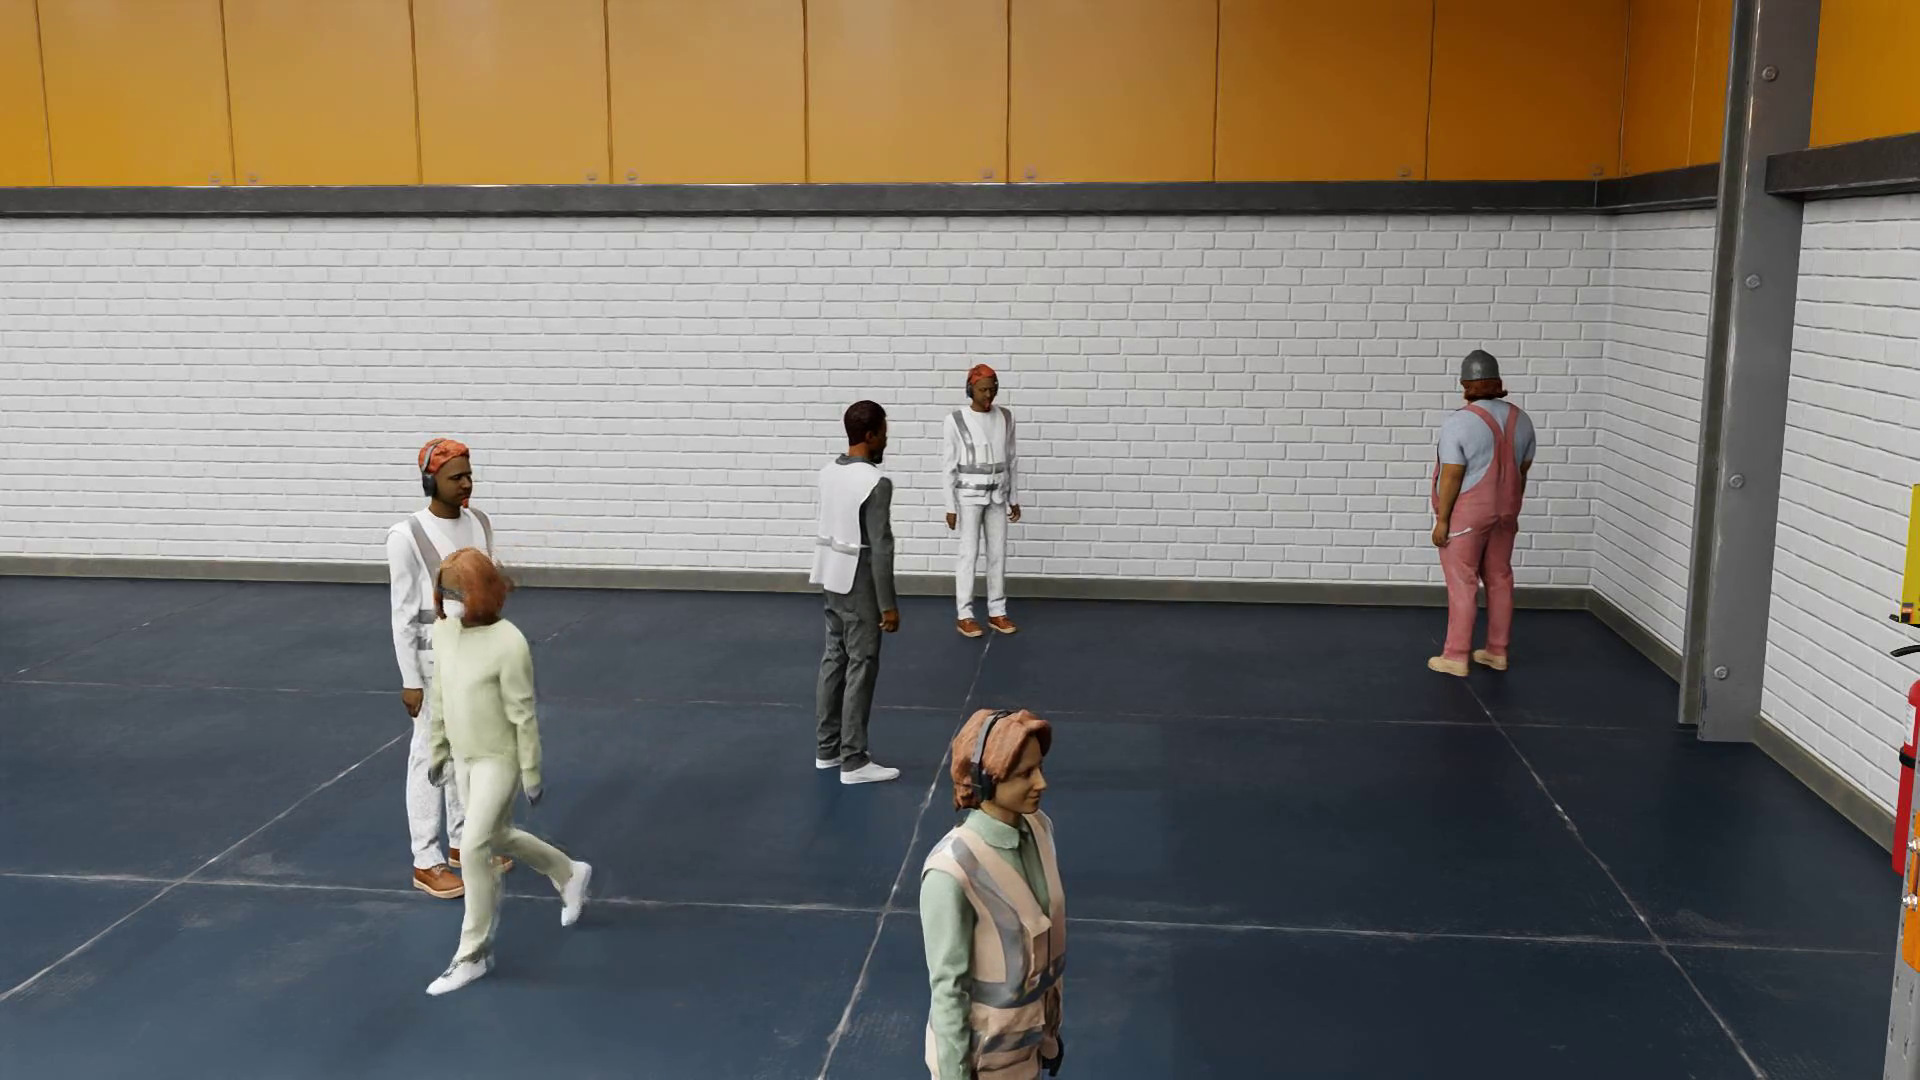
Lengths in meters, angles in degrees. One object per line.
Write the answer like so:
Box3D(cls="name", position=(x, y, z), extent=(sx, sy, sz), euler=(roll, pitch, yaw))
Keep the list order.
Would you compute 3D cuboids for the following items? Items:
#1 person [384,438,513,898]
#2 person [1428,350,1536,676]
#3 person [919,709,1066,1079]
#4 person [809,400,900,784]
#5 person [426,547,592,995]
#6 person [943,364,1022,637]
Box3D(cls="person", position=(-2.114, 0.516, 6.913), extent=(0.357, 1.881, 0.574), euler=(4, 11, 23))
Box3D(cls="person", position=(3.209, -0.178, 10.430), extent=(0.684, 2.000, 0.535), euler=(-4, 11, -24))
Box3D(cls="person", position=(0.080, 1.181, 3.797), extent=(0.309, 1.641, 0.513), euler=(5, 11, 27))
Box3D(cls="person", position=(-0.532, 0.256, 8.355), extent=(0.412, 1.908, 0.589), euler=(-6, 11, -30))
Box3D(cls="person", position=(-1.683, 0.794, 6.128), extent=(0.513, 1.604, 0.724), euler=(8, 13, 38))
Box3D(cls="person", position=(0.147, -0.272, 11.442), extent=(0.588, 1.876, 0.353), euler=(-6, 12, -31))
